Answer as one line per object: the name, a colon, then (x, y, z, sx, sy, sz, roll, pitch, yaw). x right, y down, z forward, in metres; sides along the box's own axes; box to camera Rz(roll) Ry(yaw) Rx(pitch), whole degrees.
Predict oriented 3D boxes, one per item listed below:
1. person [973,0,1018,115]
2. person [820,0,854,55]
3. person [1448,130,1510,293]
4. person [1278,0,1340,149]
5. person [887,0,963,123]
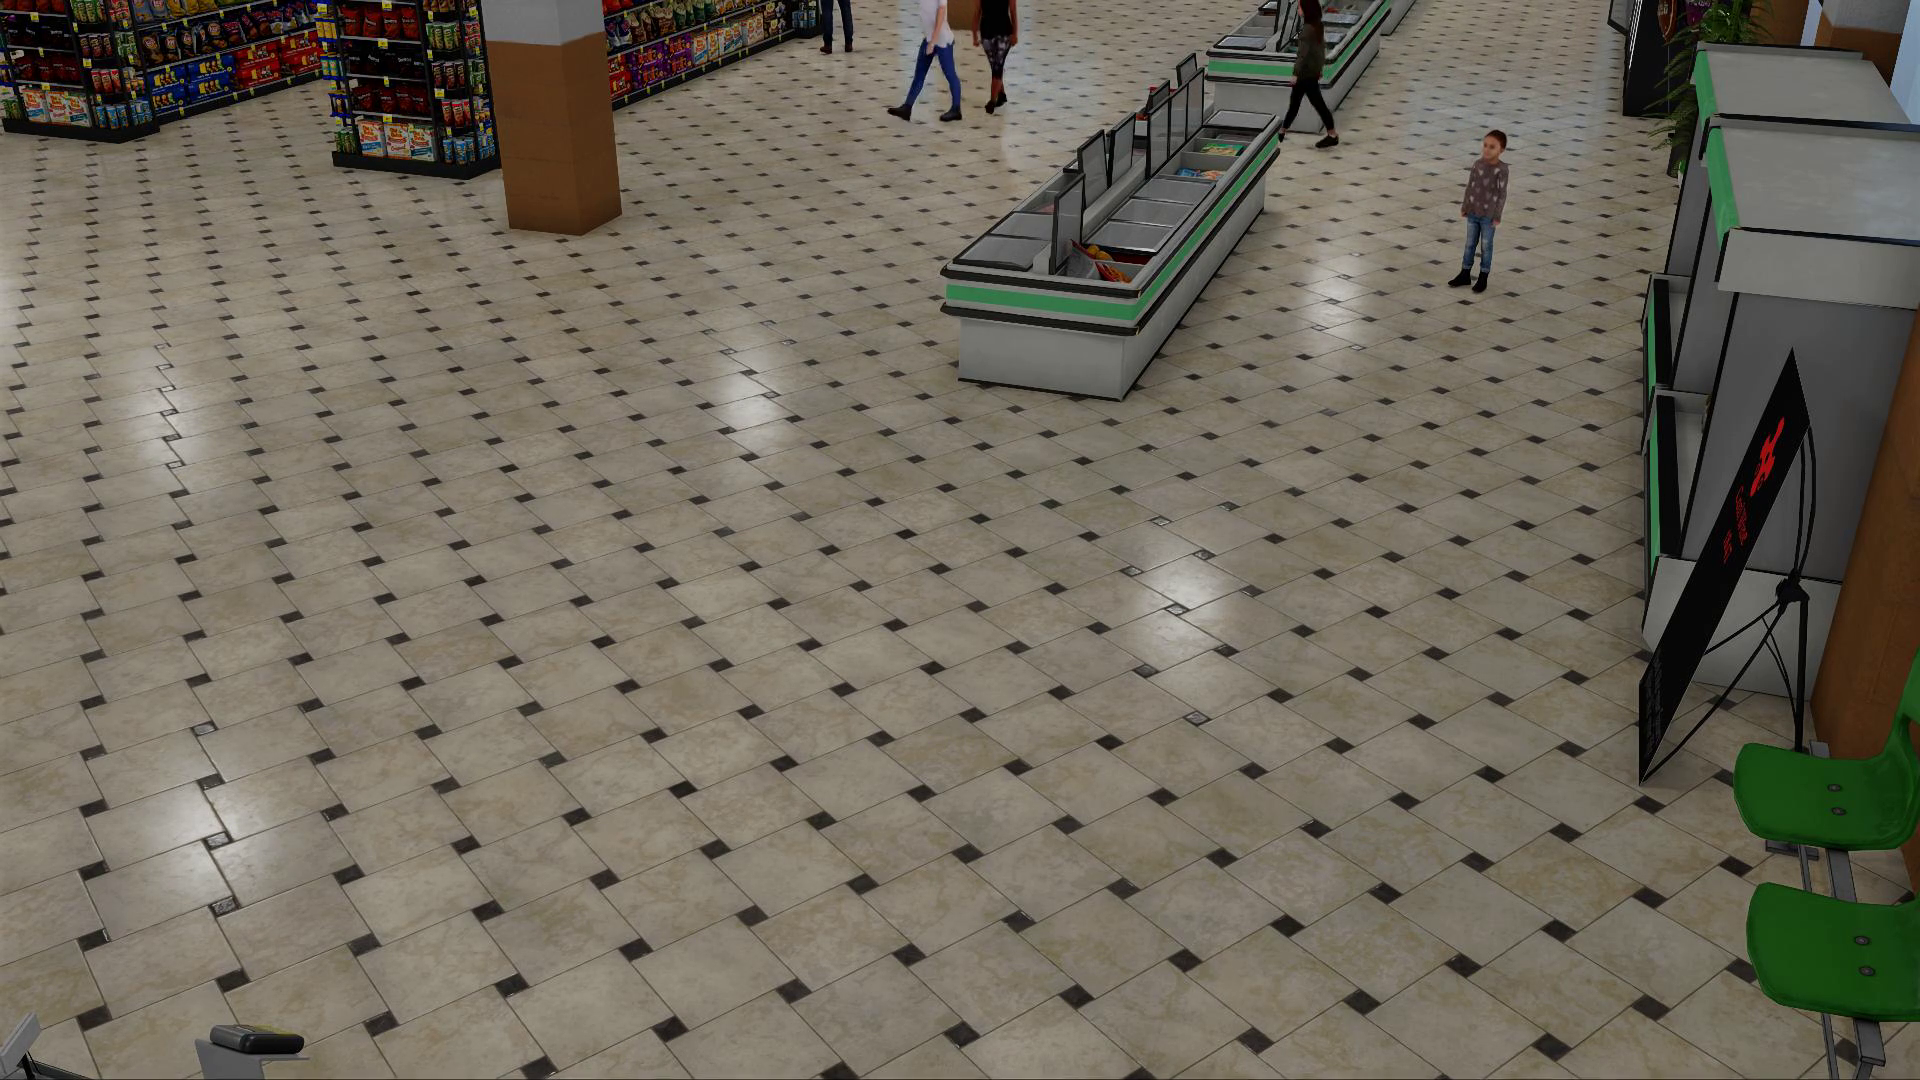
person: (0.404, -5.398, 17.759, 0.609, 1.620, 1.074, 8, 28, 16)
person: (-1.566, -7.040, 20.763, 0.755, 1.831, 0.788, -9, 28, -18)
person: (3.924, -2.472, 12.458, 0.574, 1.196, 0.548, -23, 35, -38)
person: (3.489, -4.562, 16.311, 0.694, 1.438, 0.936, 8, 28, 16)
person: (-0.144, -5.101, 17.141, 1.116, 1.648, 1.003, -14, 30, -26)
